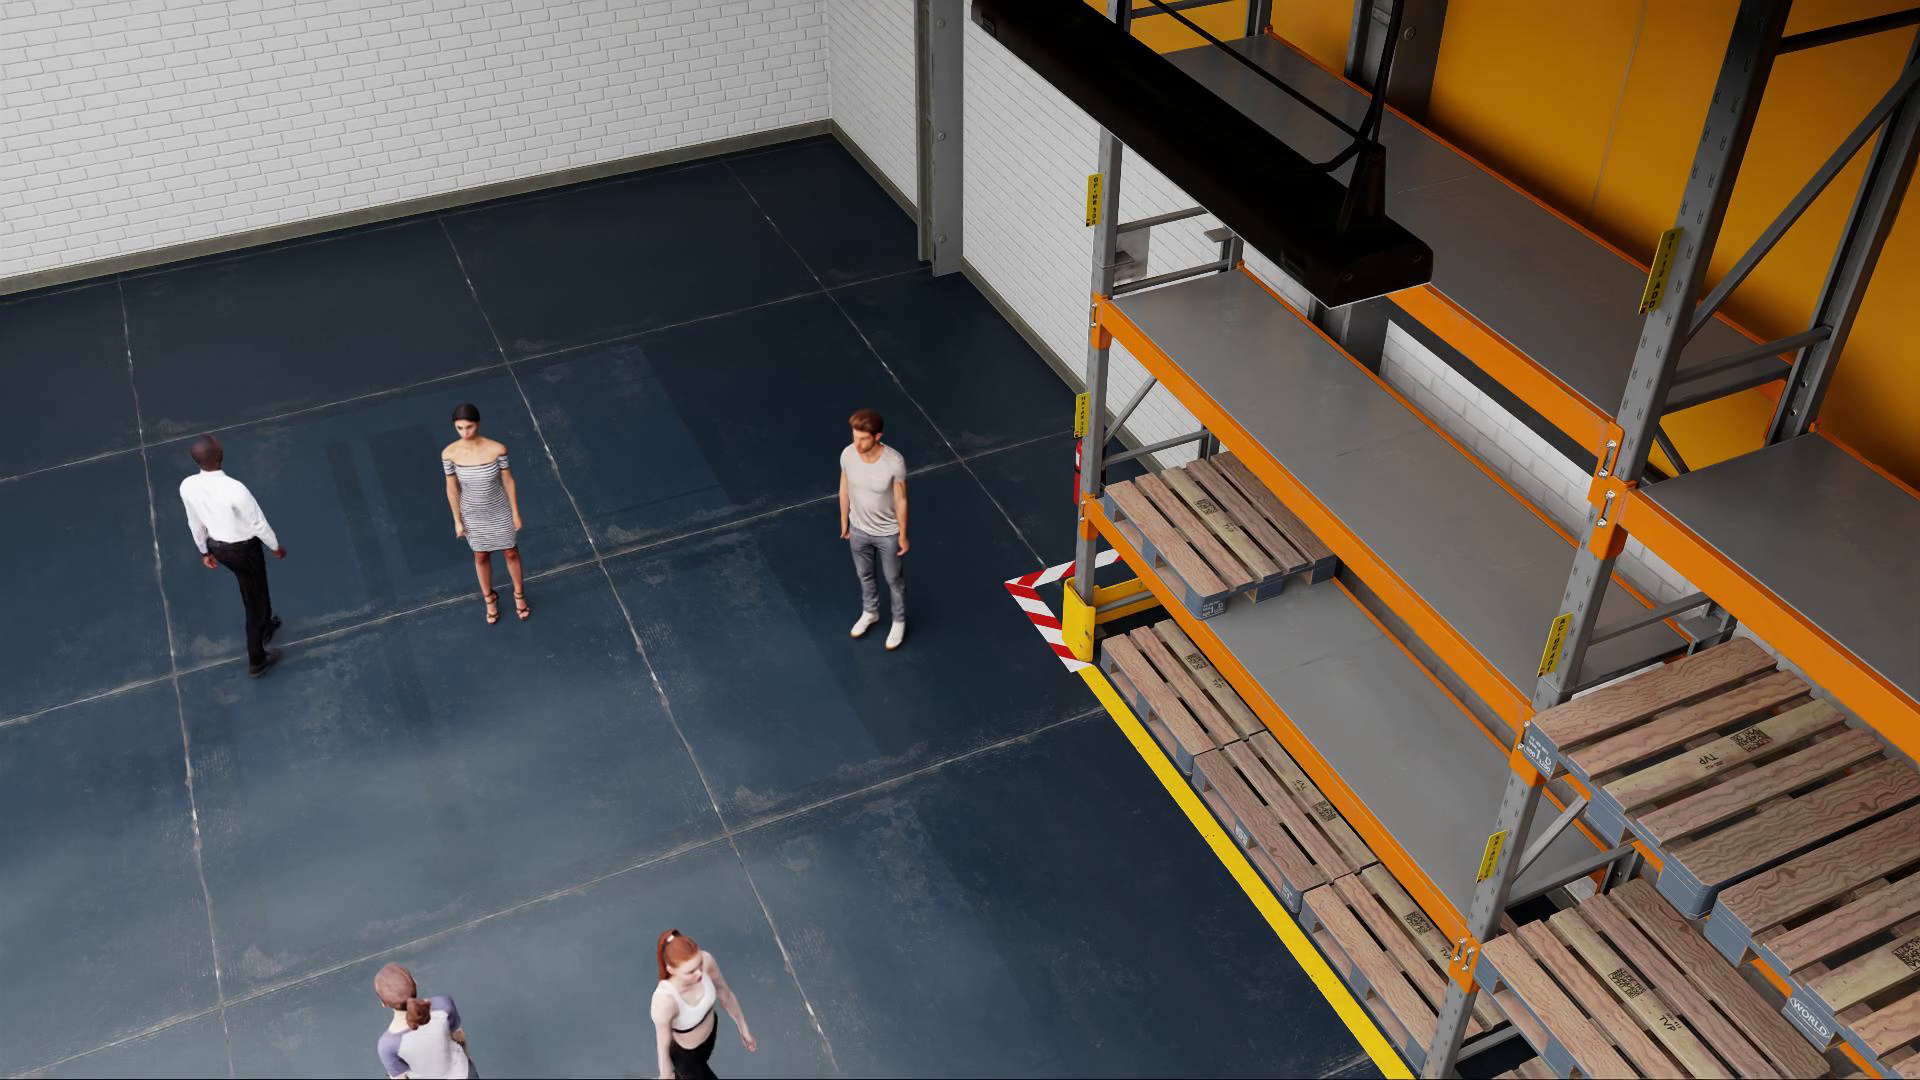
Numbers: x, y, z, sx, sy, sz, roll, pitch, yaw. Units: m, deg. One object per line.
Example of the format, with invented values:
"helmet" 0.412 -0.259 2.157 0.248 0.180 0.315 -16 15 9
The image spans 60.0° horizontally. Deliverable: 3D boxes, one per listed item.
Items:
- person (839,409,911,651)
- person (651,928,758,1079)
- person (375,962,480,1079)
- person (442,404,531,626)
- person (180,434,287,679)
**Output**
"person" -0.561 -0.103 11.281 0.739 1.889 0.804 14 41 17
"person" -1.384 2.476 8.201 1.160 1.702 1.035 16 41 19
"person" -2.449 2.661 7.941 0.744 1.736 1.127 -27 46 -30
"person" -3.239 -0.173 11.421 0.647 1.822 0.593 -8 39 -10
"person" -4.827 0.156 11.010 0.885 1.821 0.960 9 39 11
